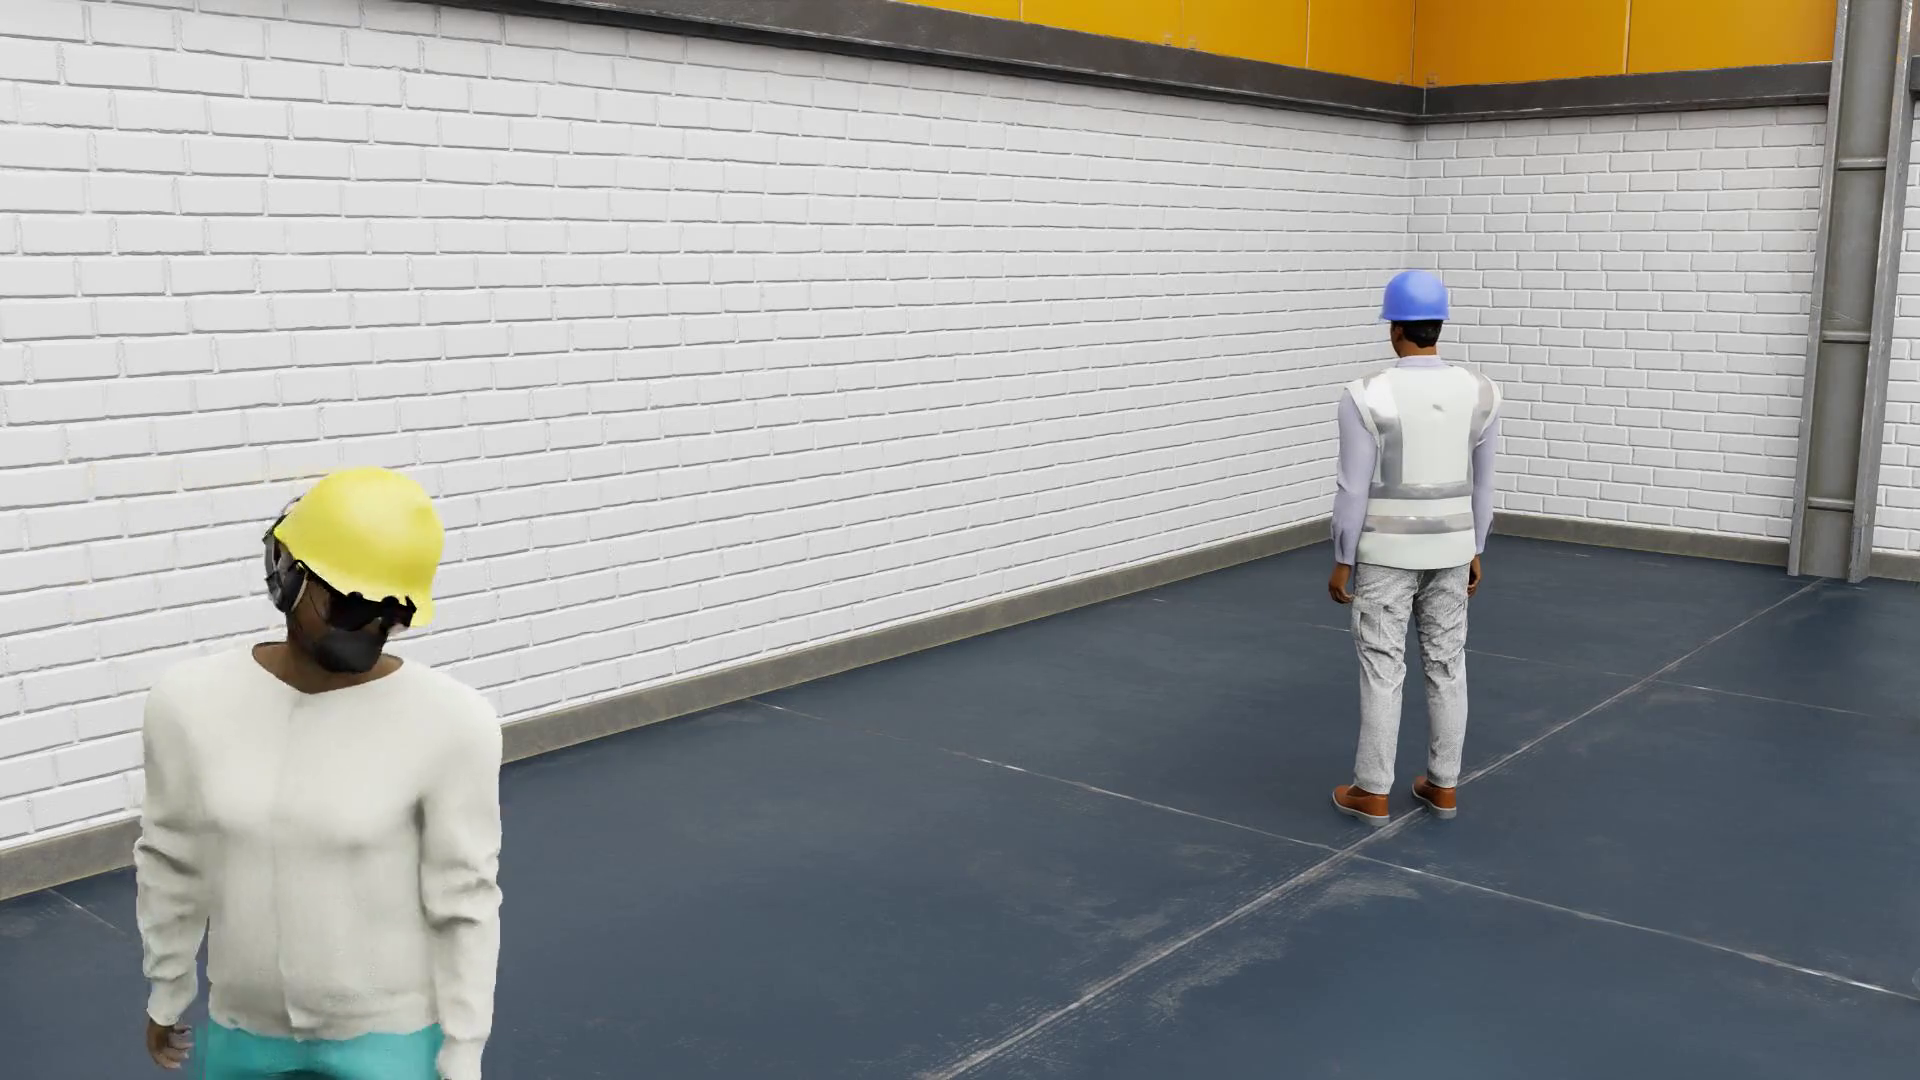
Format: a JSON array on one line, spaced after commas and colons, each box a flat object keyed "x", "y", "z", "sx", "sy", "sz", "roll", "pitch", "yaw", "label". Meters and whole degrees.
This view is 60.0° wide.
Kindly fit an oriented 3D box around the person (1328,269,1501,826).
[{"x": 1.580, "y": 0.037, "z": 5.830, "sx": 0.605, "sy": 1.950, "sz": 0.381, "roll": -2, "pitch": 10, "yaw": -13, "label": "person"}]

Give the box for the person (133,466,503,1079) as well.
[{"x": -1.025, "y": 0.734, "z": 2.518, "sx": 0.696, "sy": 1.718, "sz": 0.367, "roll": 1, "pitch": 10, "yaw": 3, "label": "person"}]
